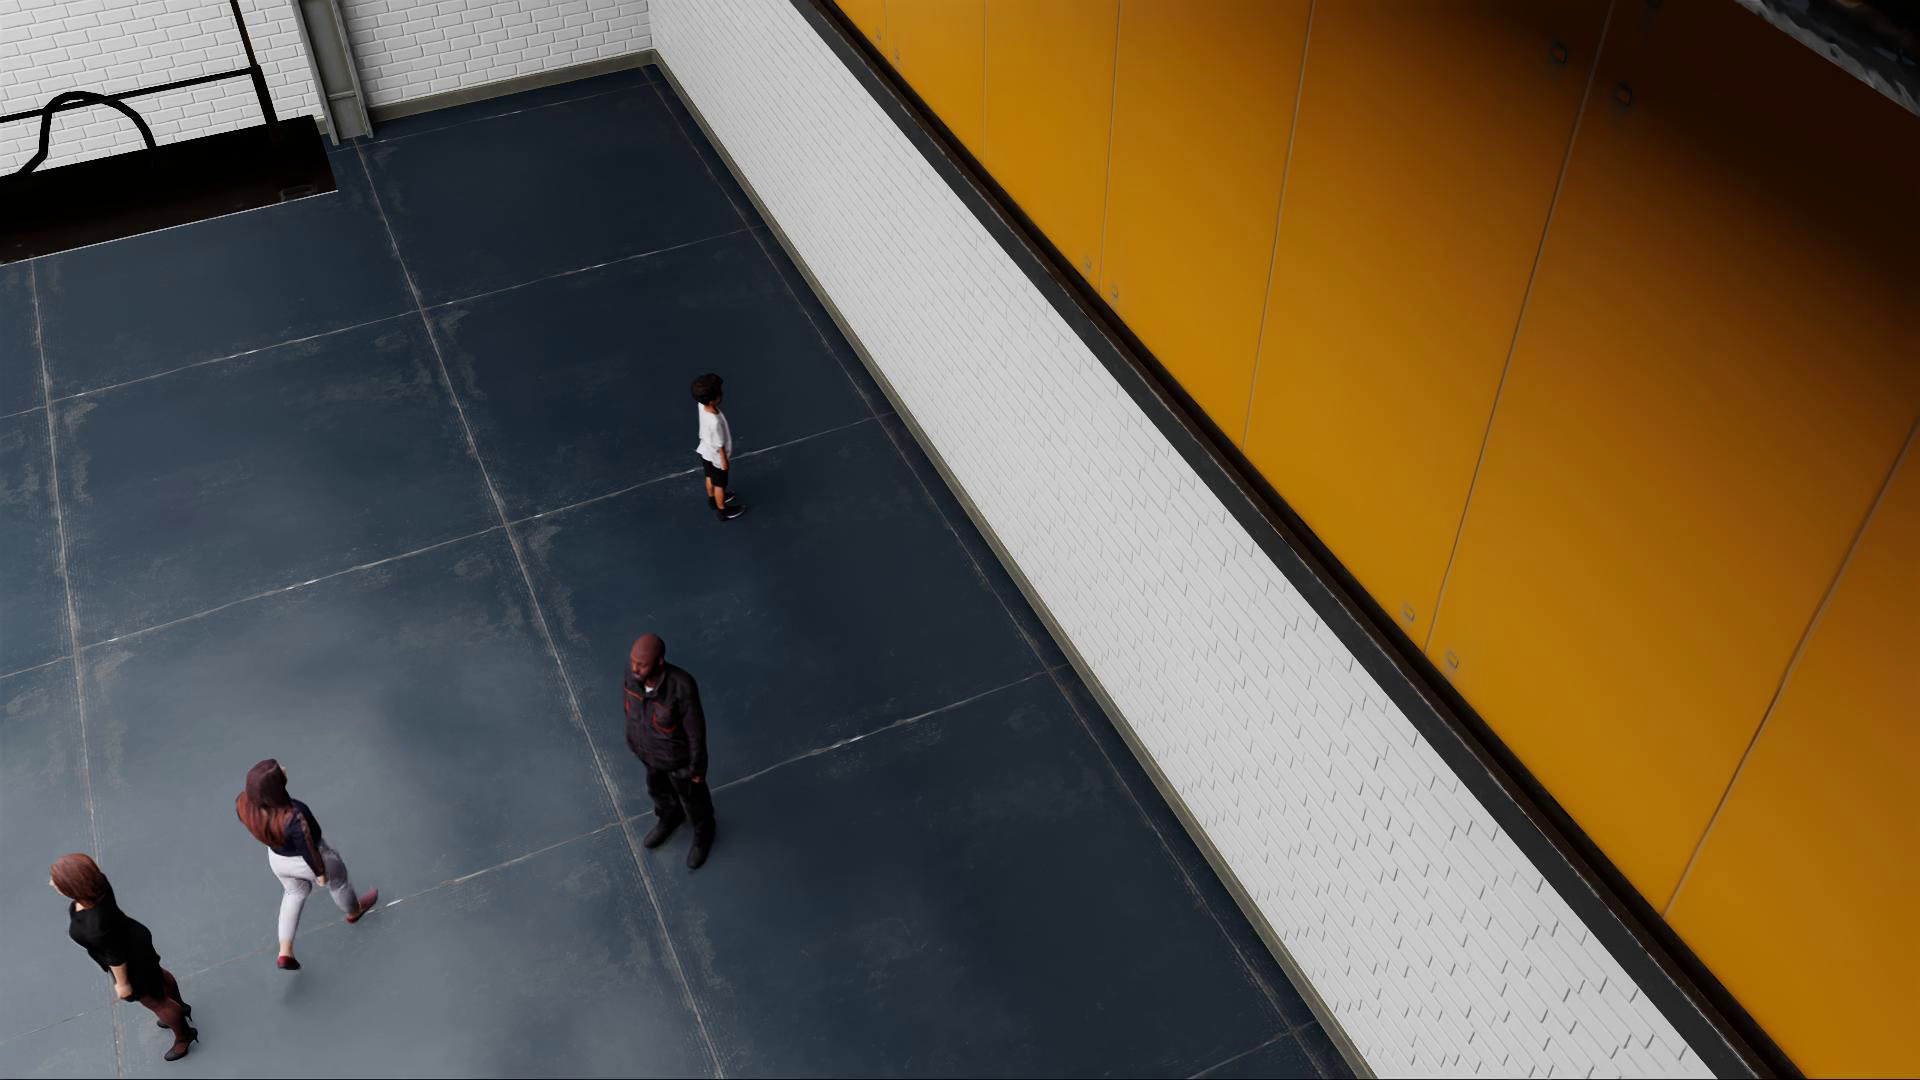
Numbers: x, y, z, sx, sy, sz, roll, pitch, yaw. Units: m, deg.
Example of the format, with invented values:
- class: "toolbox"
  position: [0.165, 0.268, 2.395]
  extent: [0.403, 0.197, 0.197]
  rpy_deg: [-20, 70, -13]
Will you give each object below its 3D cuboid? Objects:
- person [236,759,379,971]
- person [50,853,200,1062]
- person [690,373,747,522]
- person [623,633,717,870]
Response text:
- class: "person"
  position: [-3.699, 1.799, 9.216]
  extent: [0.976, 1.590, 1.025]
  rpy_deg: [14, 45, 14]
- class: "person"
  position: [-4.366, 2.177, 8.735]
  extent: [0.488, 1.706, 0.584]
  rpy_deg: [-17, 46, -17]
- class: "person"
  position: [-1.782, -0.670, 12.049]
  extent: [0.481, 1.256, 0.470]
  rpy_deg: [-18, 47, -18]
- class: "person"
  position: [-1.684, 1.173, 9.708]
  extent: [0.797, 1.818, 0.826]
  rpy_deg: [19, 47, 19]
